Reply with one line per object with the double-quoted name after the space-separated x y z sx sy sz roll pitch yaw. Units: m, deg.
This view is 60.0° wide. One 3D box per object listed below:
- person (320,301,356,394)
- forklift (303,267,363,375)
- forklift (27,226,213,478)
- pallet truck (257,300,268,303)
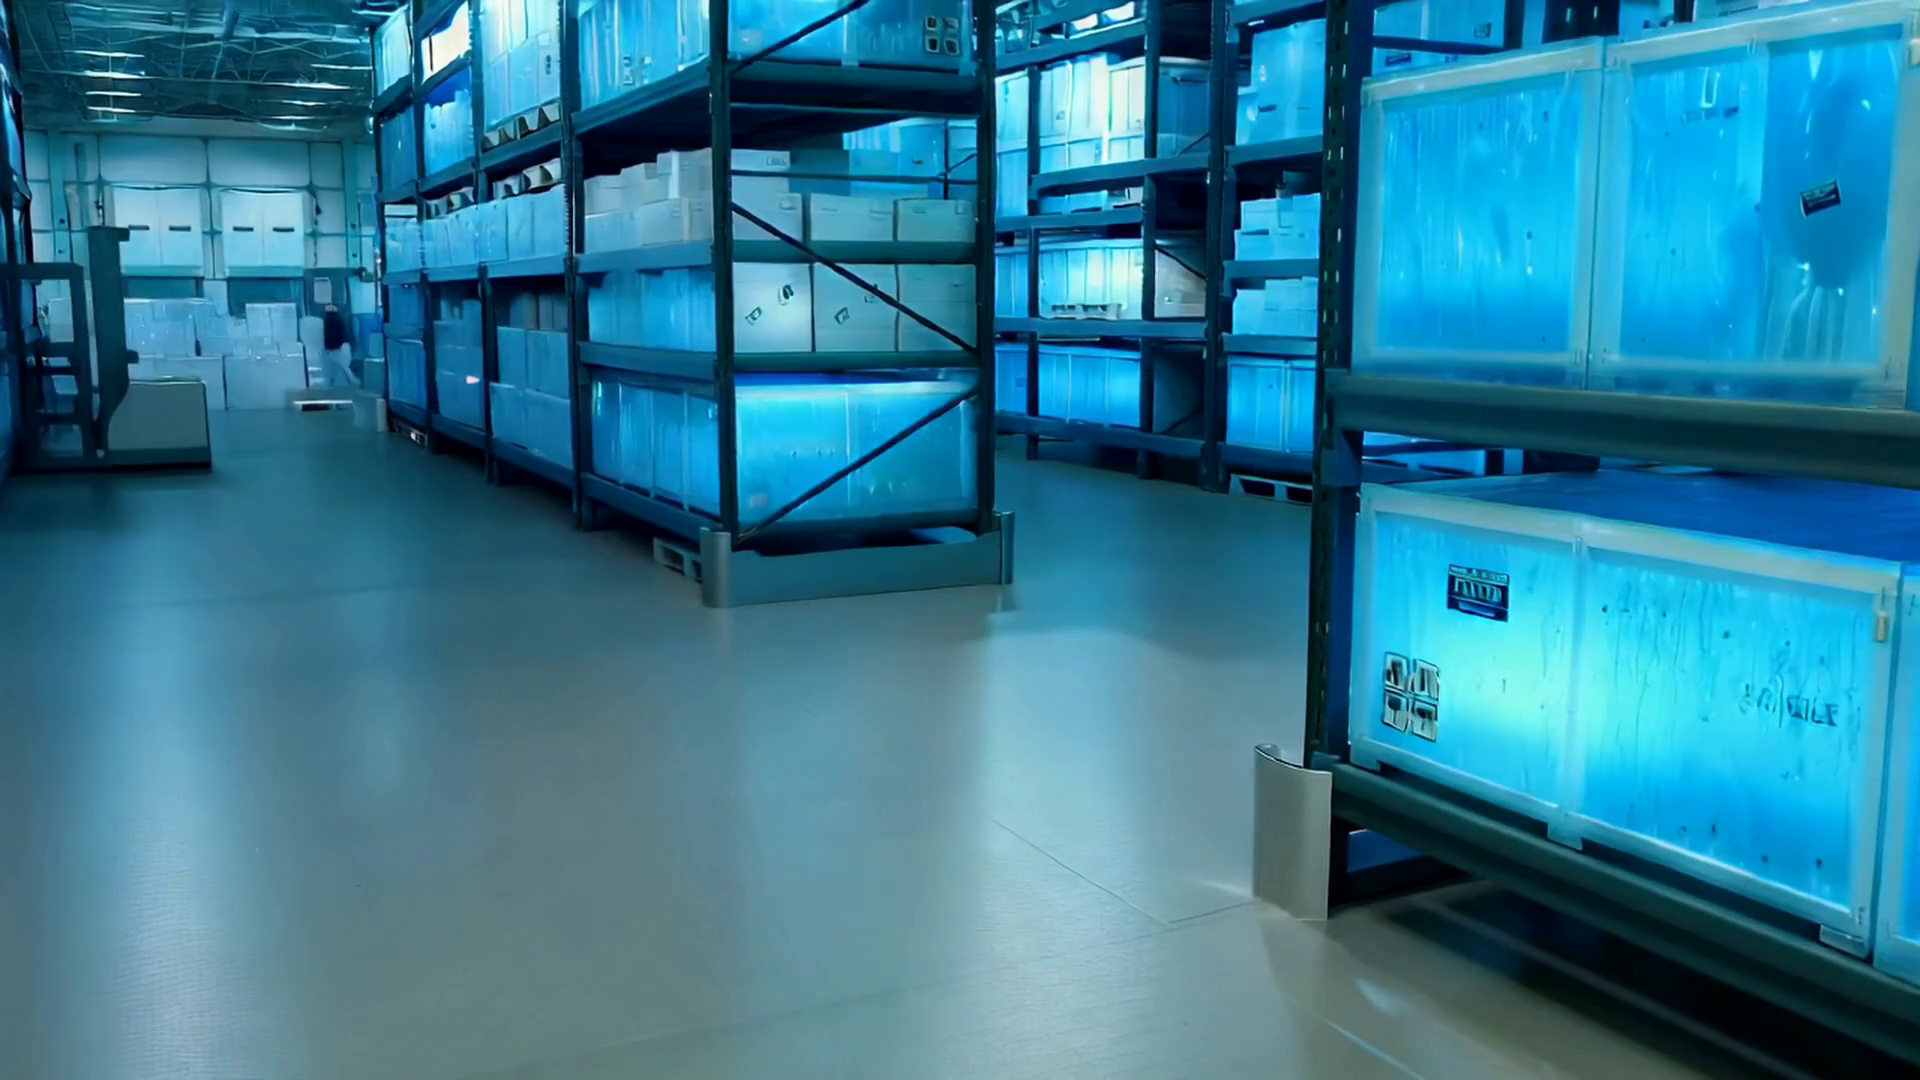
-13.281 -4.094 35.425 0.759 1.975 0.632 -8 11 -42 "person"
-16.290 -5.598 42.694 1.129 2.768 1.873 1 8 7 "forklift"
-9.693 -2.171 19.061 1.873 2.768 1.129 -4 9 -26 "forklift"
-23.913 -7.404 58.171 1.885 1.965 0.823 -1 8 -9 "pallet truck"
